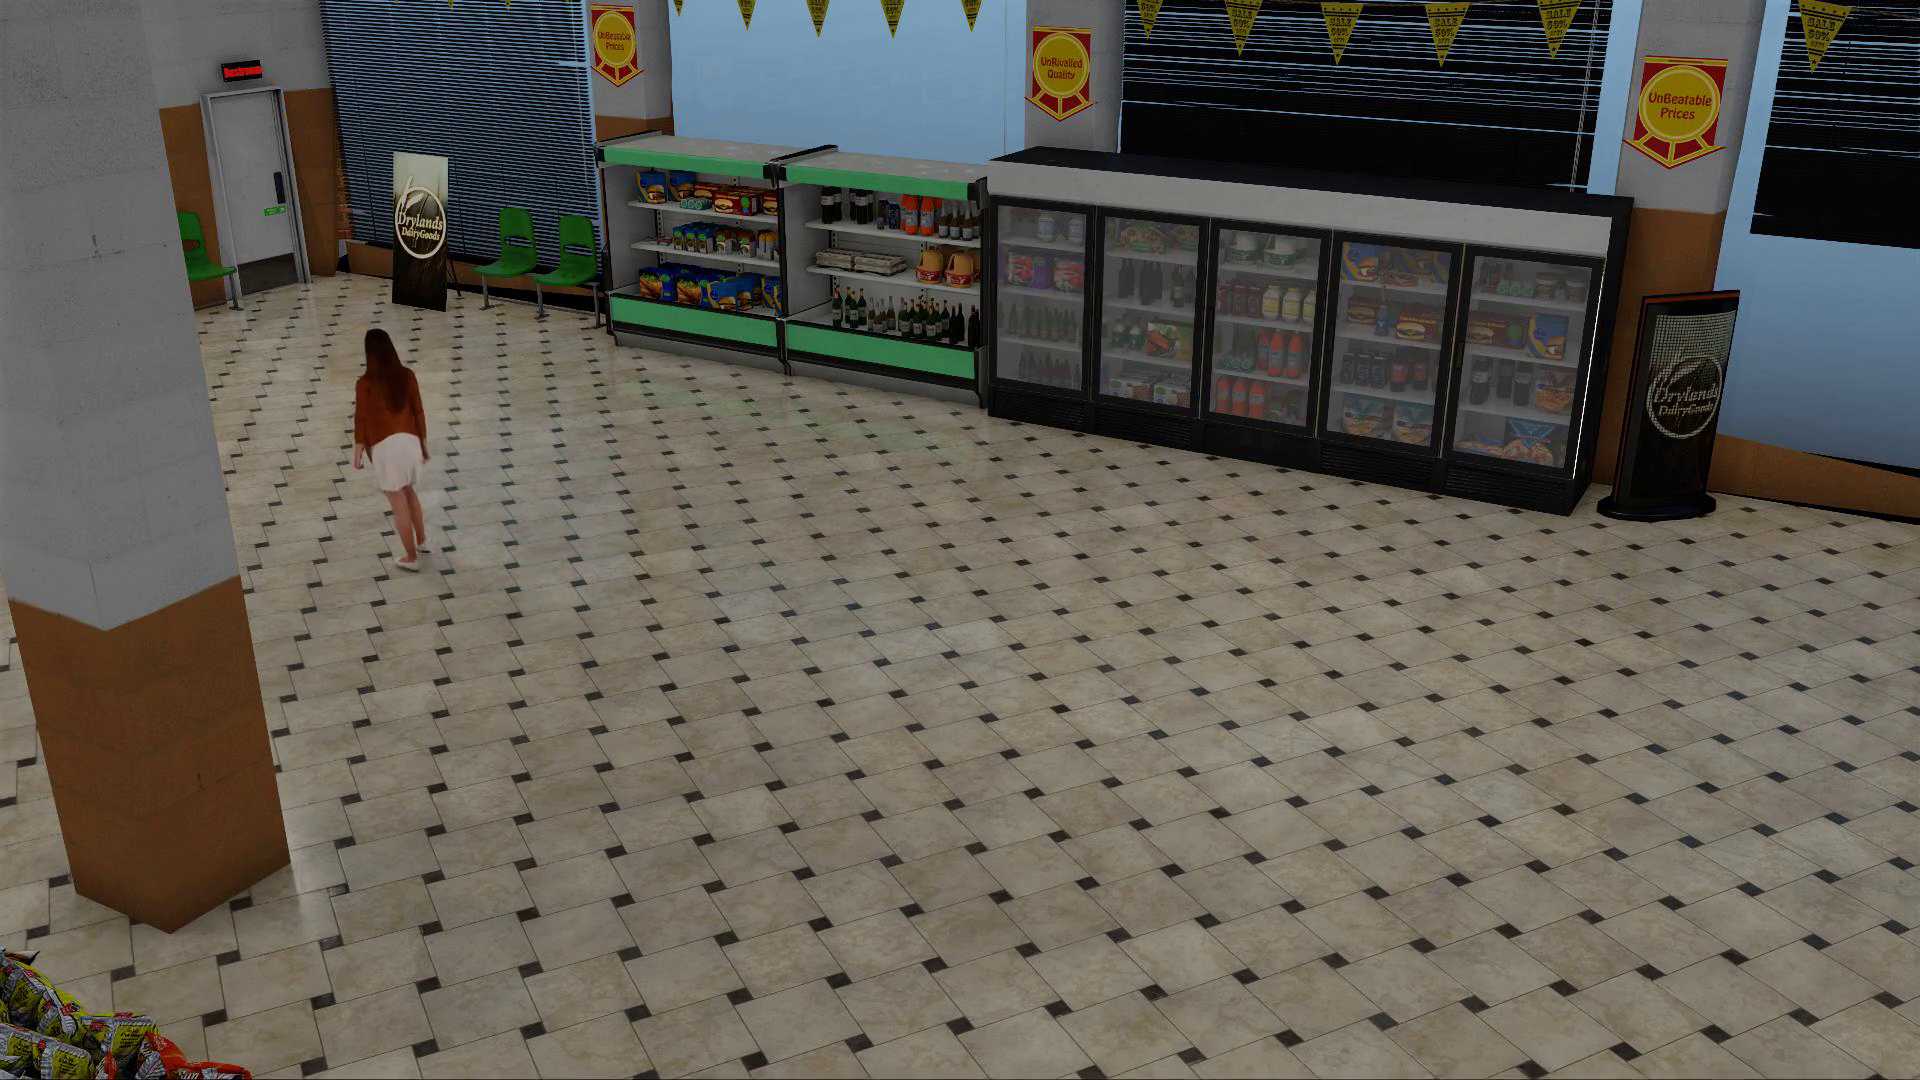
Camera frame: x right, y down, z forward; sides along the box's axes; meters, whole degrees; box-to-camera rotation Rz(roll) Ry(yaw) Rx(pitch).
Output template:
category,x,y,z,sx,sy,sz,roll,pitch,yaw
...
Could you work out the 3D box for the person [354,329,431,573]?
category,x,y,z,sx,sy,sz,roll,pitch,yaw
person,-3.861,-0.592,11.498,0.664,1.704,0.679,17,28,36
